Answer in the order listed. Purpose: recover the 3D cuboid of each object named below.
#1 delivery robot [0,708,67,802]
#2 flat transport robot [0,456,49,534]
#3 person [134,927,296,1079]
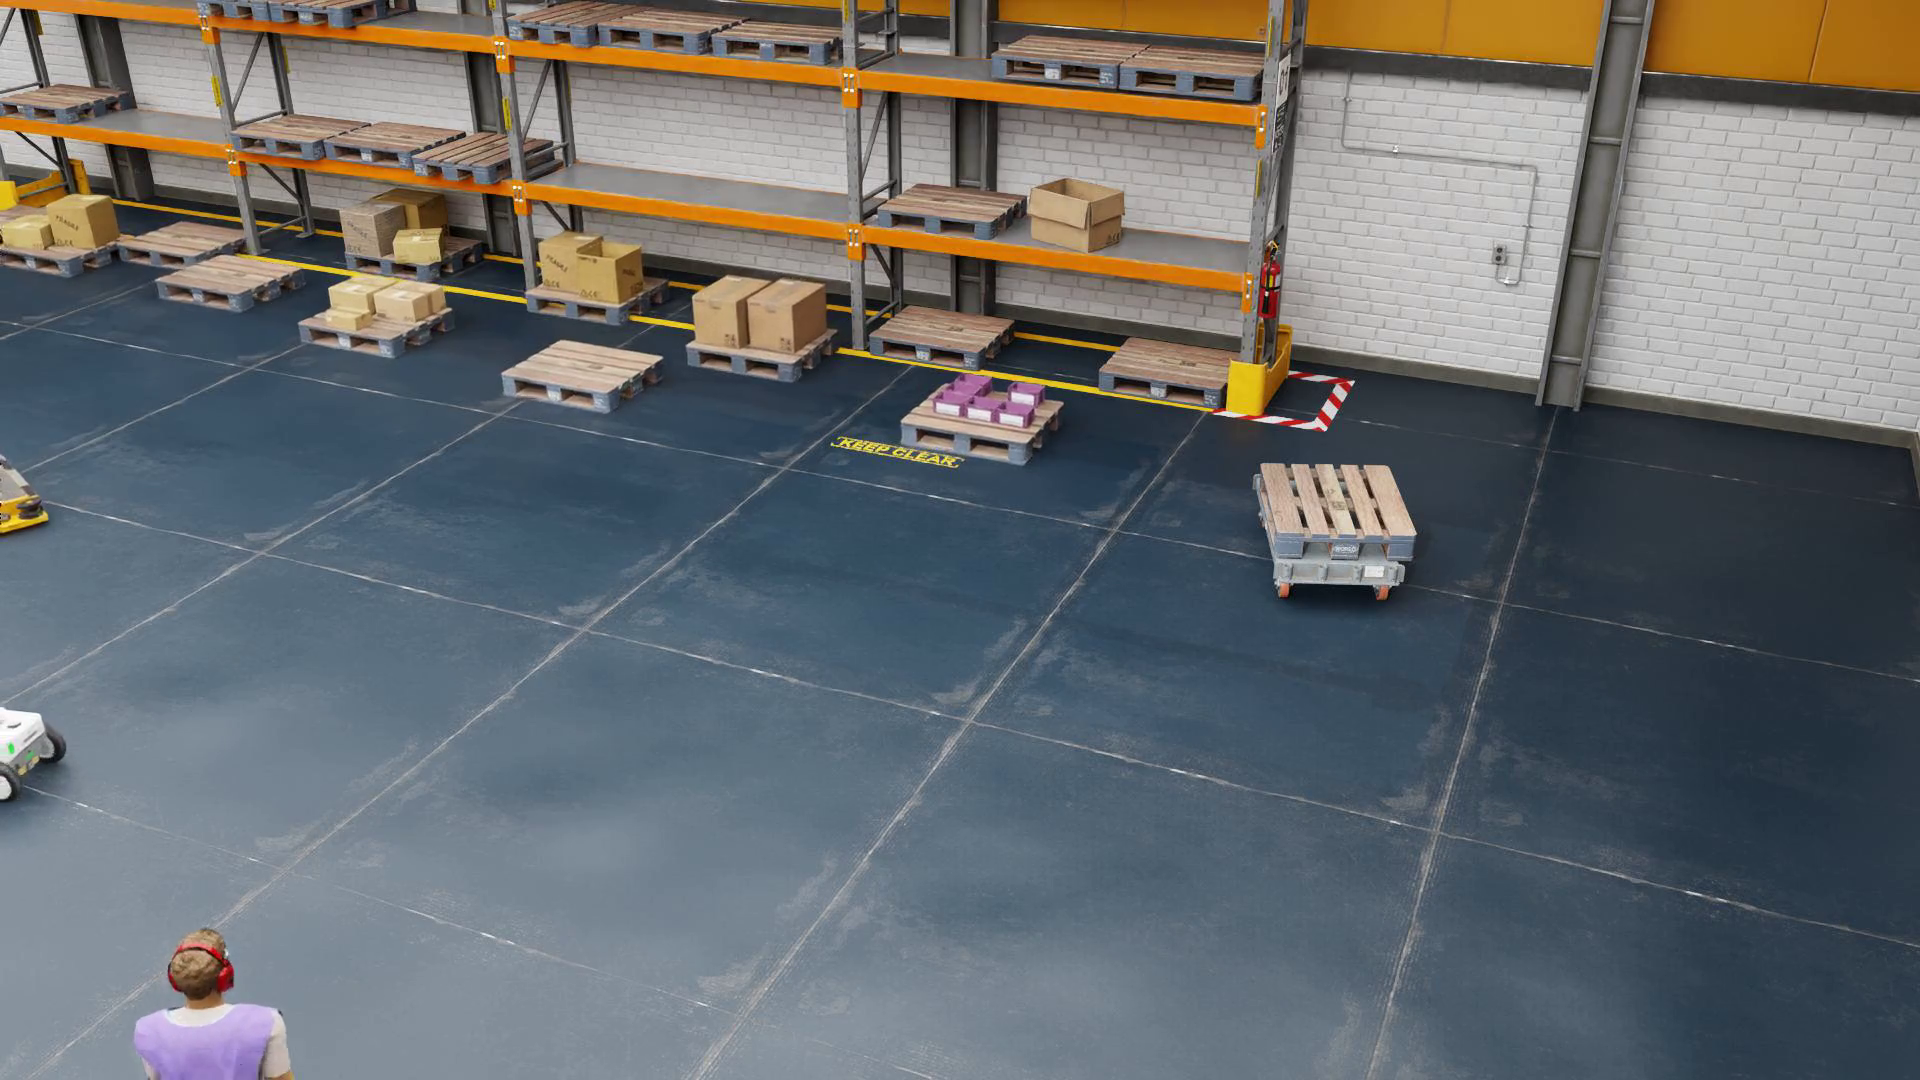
[{"bbox_3d":[-5.974,1.252,10.209,0.809,0.611,0.499,5,28,9],"label":"delivery robot"},{"bbox_3d":[-8.049,-0.365,13.640,0.659,0.231,1.431,-22,35,-36],"label":"flat transport robot"},{"bbox_3d":[-2.918,2.293,6.796,0.593,1.809,0.853,-4,28,-7],"label":"person"}]
